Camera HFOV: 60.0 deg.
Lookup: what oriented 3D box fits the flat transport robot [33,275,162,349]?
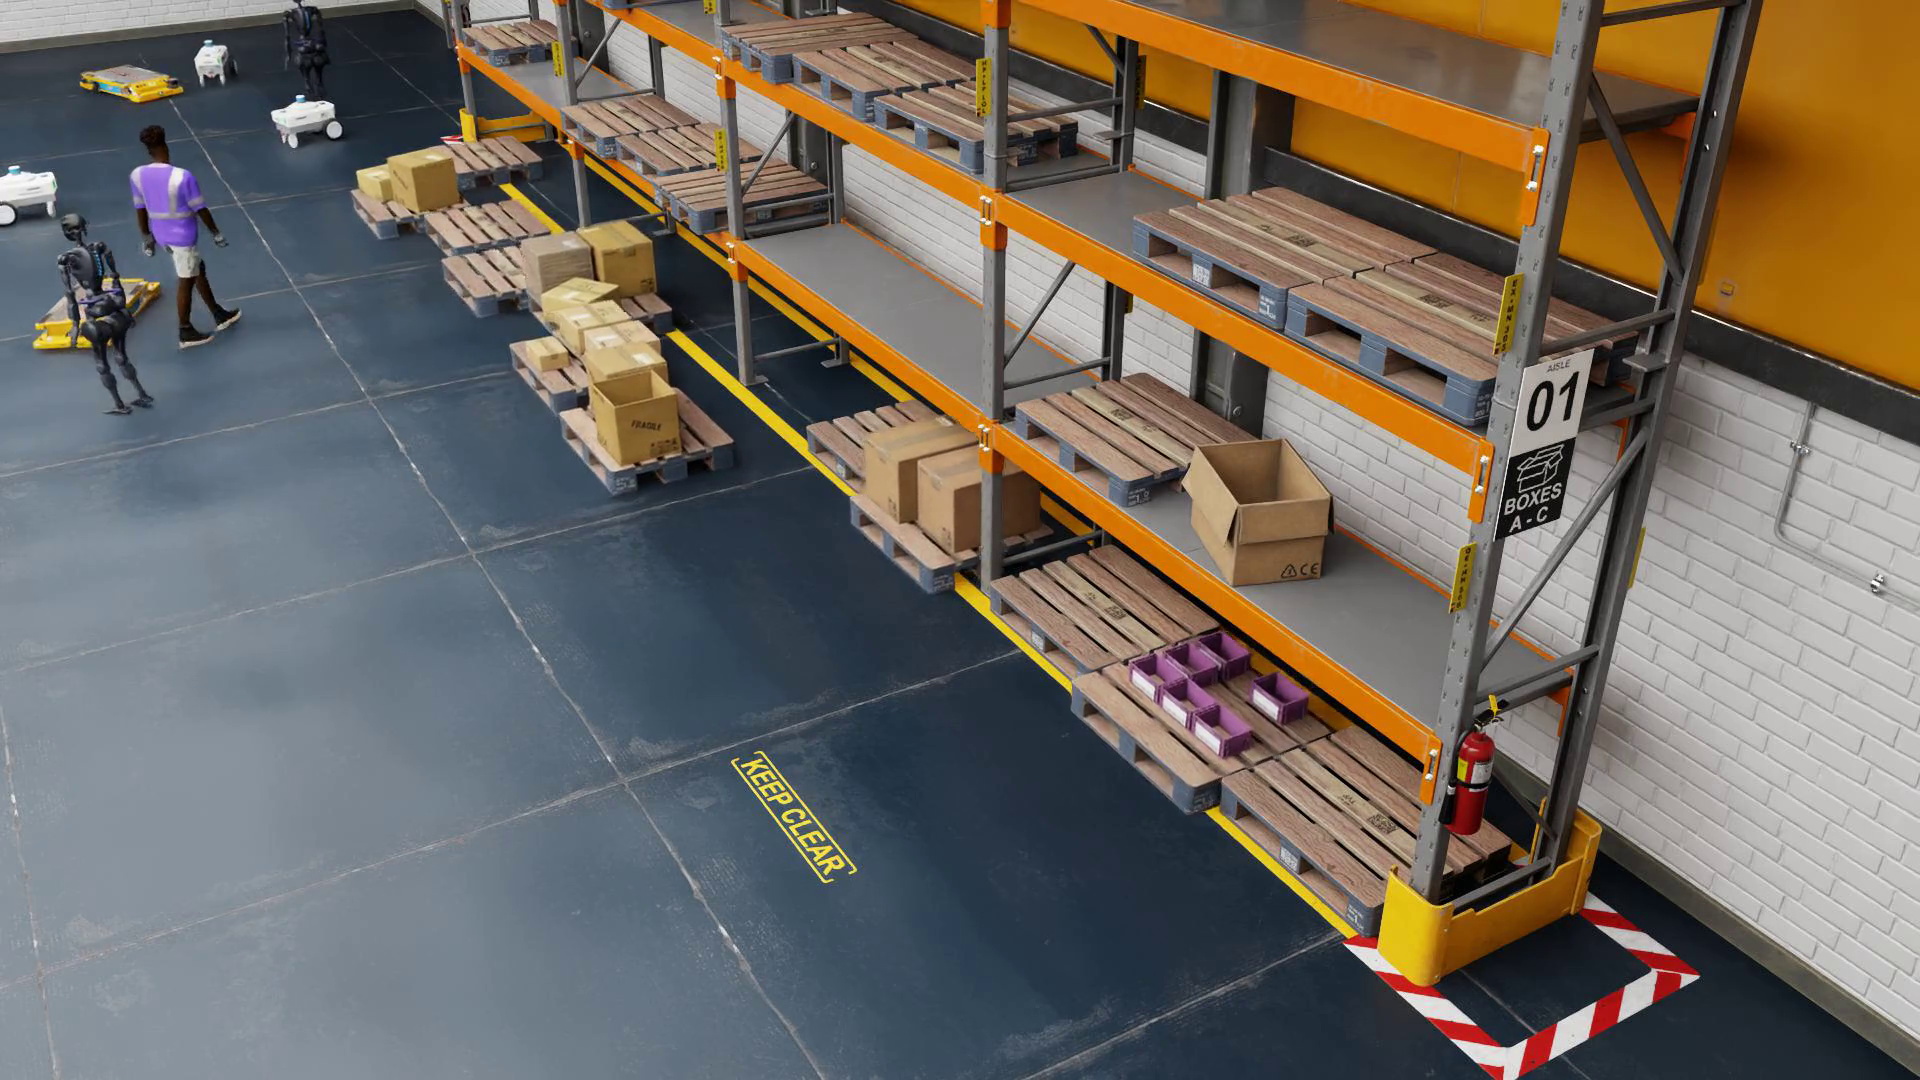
[{"bbox_3d":[-7.964,-2.121,15.375,0.659,0.231,1.431,-3,30,-5],"label":"flat transport robot"}]

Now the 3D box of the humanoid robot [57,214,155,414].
[{"bbox_3d":[-6.917,-1.807,13.413,0.418,1.645,0.615,9,31,16],"label":"humanoid robot"}]

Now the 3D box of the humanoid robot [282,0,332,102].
[{"bbox_3d":[-8.284,-6.180,21.120,0.322,1.659,0.601,24,38,36],"label":"humanoid robot"}]

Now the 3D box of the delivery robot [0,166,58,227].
[{"bbox_3d":[-10.124,-3.731,17.904,0.742,0.570,0.499,-18,34,-29],"label":"delivery robot"}]

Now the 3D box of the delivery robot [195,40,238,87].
[{"bbox_3d":[-10.334,-6.604,23.015,0.499,0.608,0.797,-7,30,-12],"label":"delivery robot"}]

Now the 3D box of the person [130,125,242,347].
[{"bbox_3d":[-6.839,-2.728,14.763,0.603,1.918,0.821,15,33,24],"label":"person"}]

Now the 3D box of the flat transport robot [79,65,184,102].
[{"bbox_3d":[-11.259,-6.194,22.567,1.431,0.231,0.659,19,35,30],"label":"flat transport robot"}]

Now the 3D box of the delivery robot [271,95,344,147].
[{"bbox_3d":[-8.028,-5.161,20.472,0.500,0.612,0.784,24,37,36],"label":"delivery robot"}]
